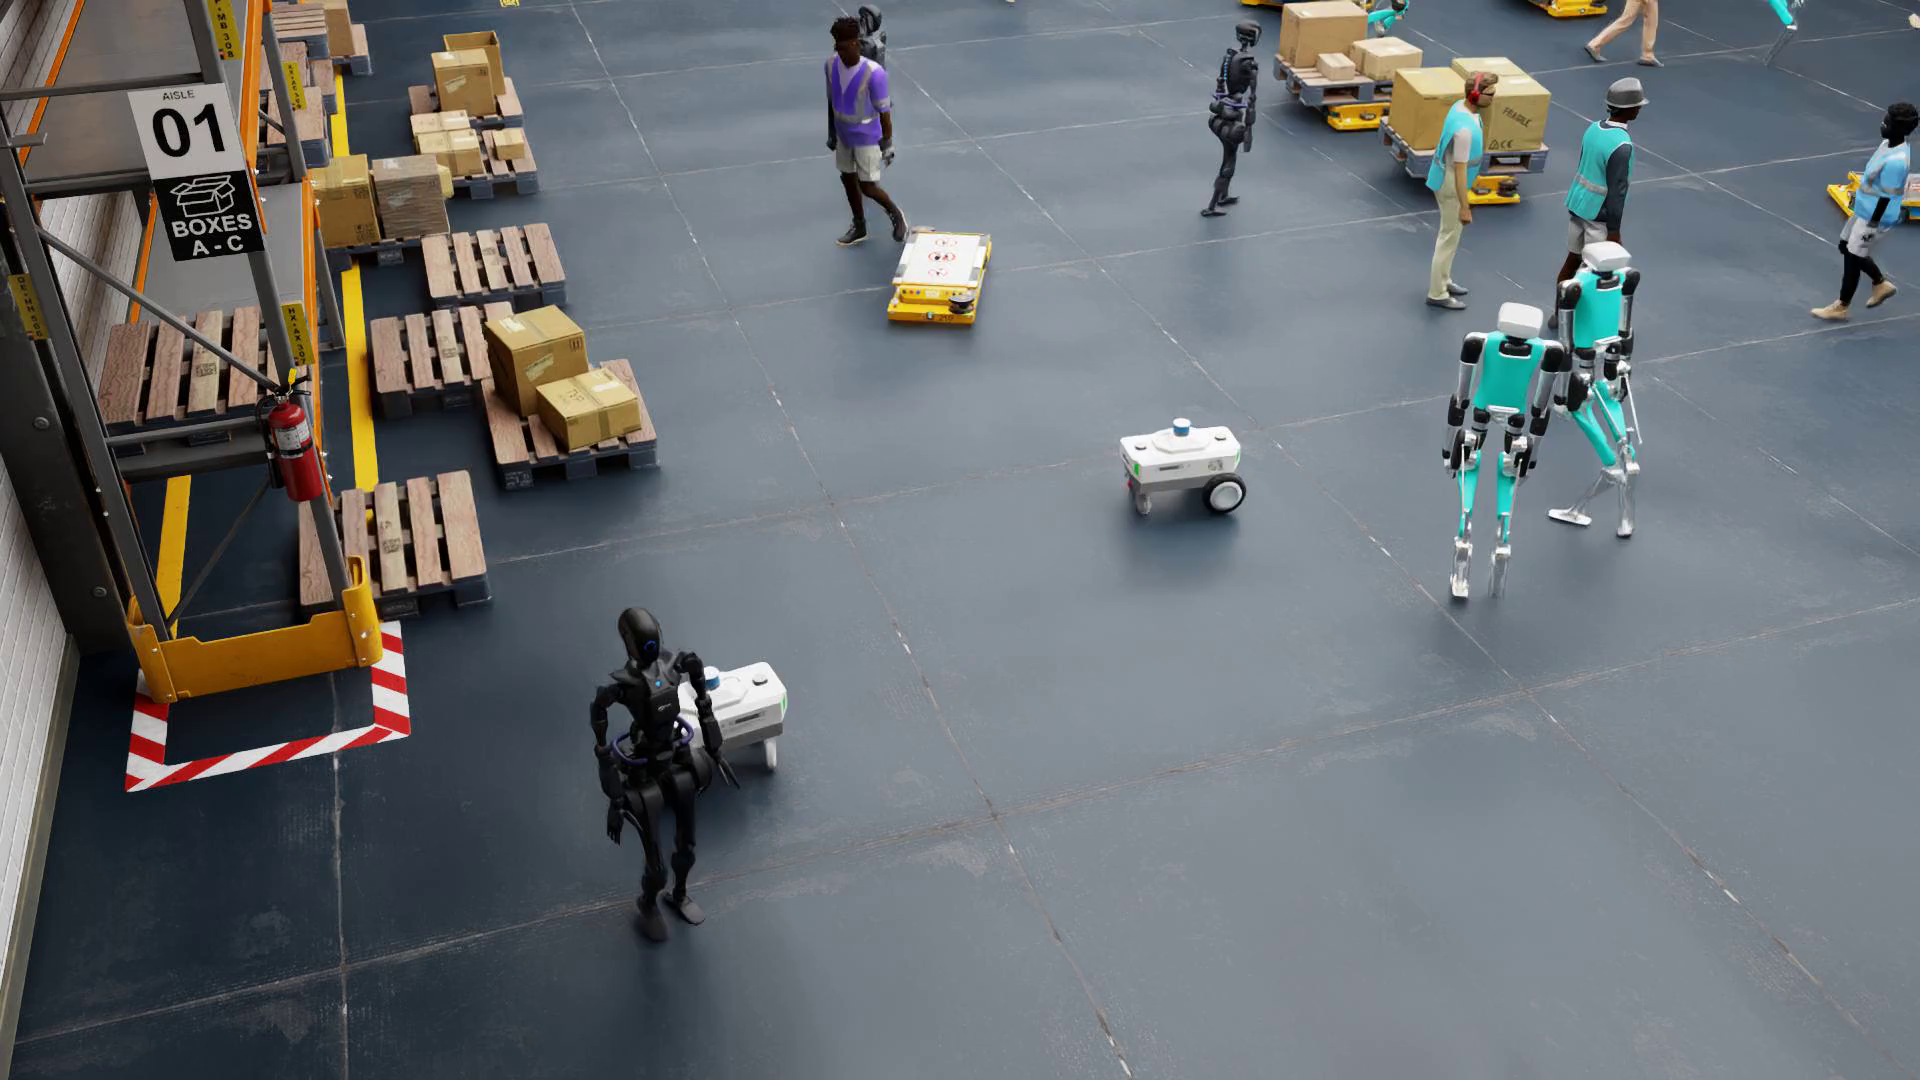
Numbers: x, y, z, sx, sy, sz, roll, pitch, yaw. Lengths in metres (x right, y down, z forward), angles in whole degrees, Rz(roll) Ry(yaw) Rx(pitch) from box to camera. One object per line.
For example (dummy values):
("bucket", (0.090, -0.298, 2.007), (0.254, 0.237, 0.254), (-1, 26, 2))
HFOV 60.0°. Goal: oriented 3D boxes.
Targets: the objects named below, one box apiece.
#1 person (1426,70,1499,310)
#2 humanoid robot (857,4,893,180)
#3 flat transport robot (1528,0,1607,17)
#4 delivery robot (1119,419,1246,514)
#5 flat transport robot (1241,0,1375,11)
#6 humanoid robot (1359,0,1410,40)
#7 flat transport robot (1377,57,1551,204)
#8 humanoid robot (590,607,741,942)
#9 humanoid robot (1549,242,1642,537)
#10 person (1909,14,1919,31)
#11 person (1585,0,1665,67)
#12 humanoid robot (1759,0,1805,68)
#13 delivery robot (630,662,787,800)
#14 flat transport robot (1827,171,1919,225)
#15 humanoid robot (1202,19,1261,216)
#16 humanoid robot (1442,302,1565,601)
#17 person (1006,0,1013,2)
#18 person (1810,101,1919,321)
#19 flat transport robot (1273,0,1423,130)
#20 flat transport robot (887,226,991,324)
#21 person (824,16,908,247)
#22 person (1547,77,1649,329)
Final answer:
("person", (3.698, -2.612, 12.435), (0.433, 1.831, 0.595), (9, 34, 14))
("humanoid robot", (-0.829, -3.862, 14.529), (0.403, 1.651, 0.608), (17, 37, 24))
("flat transport robot", (7.062, -6.555, 19.912), (0.659, 0.231, 1.431), (-8, 34, -13))
("delivery robot", (1.370, -0.480, 10.326), (0.748, 0.587, 0.524), (-7, 34, -11))
("flat transport robot", (4.132, -6.438, 19.733), (1.431, 0.231, 0.659), (17, 37, 24))
("humanoid robot", (4.359, -5.555, 17.043), (0.813, 1.782, 0.549), (11, 35, 17))
("flat transport robot", (4.481, -3.371, 15.028), (0.659, 0.231, 1.431), (-3, 33, -5))
("humanoid robot", (-1.249, 0.991, 7.049), (0.599, 1.657, 0.343), (-23, 40, -31))
("humanoid robot", (3.842, -0.794, 9.728), (0.598, 1.773, 0.866), (-13, 35, -18))
("person", (11.224, -6.394, 18.285), (0.500, 1.782, 1.025), (-15, 36, -22))
("person", (7.150, -5.821, 17.530), (0.815, 1.639, 0.475), (16, 36, 23))
("humanoid robot", (8.738, -5.833, 17.505), (0.743, 1.803, 0.537), (17, 37, 24))
("delivery robot", (-1.246, 0.914, 8.209), (0.781, 0.610, 0.525), (-16, 36, -22))
("flat transport robot", (8.350, -2.936, 14.362), (1.431, 0.231, 0.659), (4, 33, 6))
("humanoid robot", (2.288, -3.564, 14.045), (0.464, 1.633, 0.609), (-13, 35, -19))
("humanoid robot", (2.908, -0.343, 9.099), (0.541, 1.869, 0.655), (6, 34, 10))
("person", (0.418, -7.436, 19.842), (0.491, 1.825, 0.944), (-13, 35, -19))
("person", (6.757, -2.391, 12.223), (0.466, 1.680, 0.541), (12, 35, 18))
("flat transport robot", (3.846, -4.428, 16.649), (0.659, 0.231, 1.431), (-6, 34, -8))
("flat transport robot", (-0.144, -2.091, 13.066), (0.659, 0.231, 1.431), (4, 33, 5))
("person", (-0.763, -3.277, 13.370), (0.655, 1.935, 0.636), (26, 41, 34))
("person", (4.560, -2.353, 11.939), (0.418, 1.941, 0.551), (-5, 33, -8))
